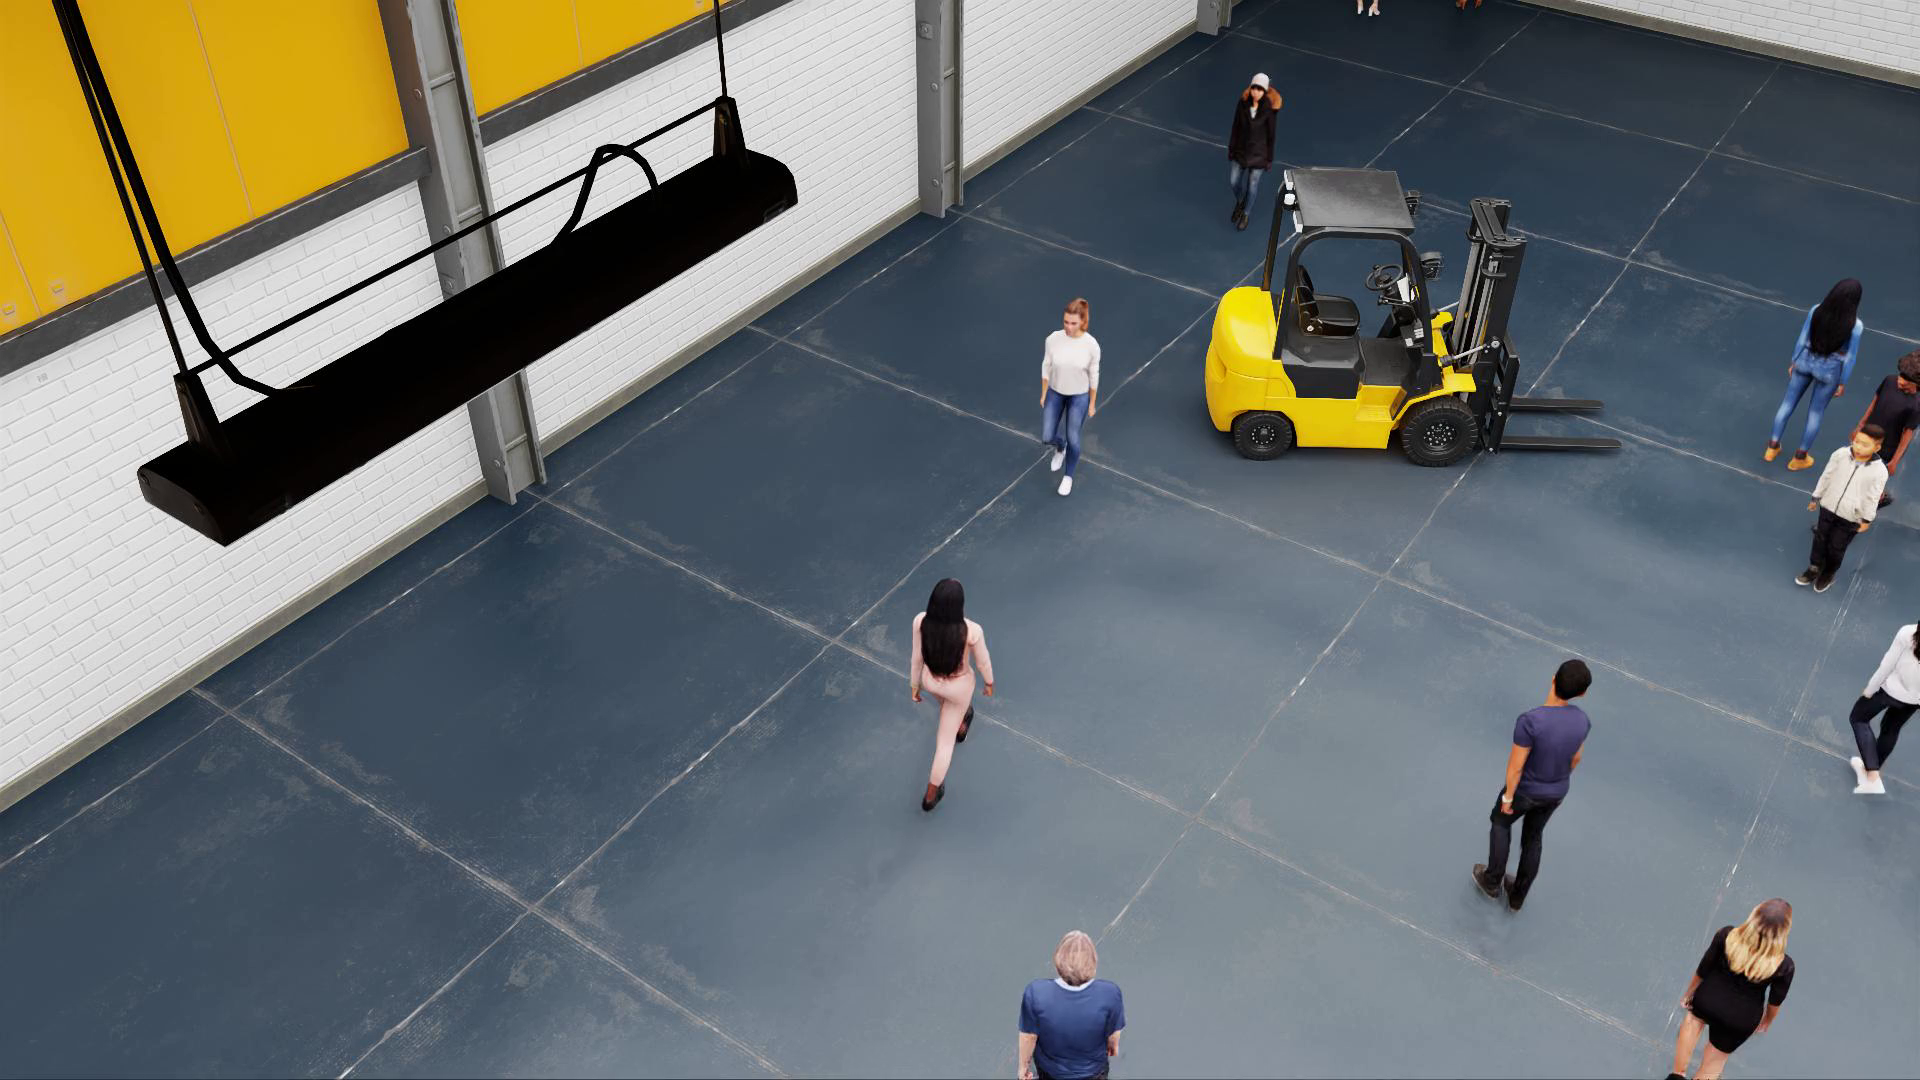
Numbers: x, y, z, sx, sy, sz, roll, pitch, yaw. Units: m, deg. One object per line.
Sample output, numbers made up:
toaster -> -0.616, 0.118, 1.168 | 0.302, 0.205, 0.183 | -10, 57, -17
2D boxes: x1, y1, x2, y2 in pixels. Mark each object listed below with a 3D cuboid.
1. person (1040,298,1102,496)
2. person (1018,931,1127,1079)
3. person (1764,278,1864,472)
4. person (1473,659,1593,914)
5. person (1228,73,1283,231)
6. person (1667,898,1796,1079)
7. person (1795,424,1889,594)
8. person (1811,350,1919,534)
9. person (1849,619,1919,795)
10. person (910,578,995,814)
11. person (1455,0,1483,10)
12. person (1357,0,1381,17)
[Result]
person -> 0.879, -1.176, 13.209 | 0.720, 1.715, 0.775 | 12, 40, 15
person -> 0.550, 2.686, 8.286 | 1.036, 1.824, 1.248 | 4, 39, 5
person -> 6.913, -1.344, 13.423 | 0.600, 1.712, 0.656 | -29, 47, -31
person -> 3.402, 1.523, 9.809 | 0.820, 1.741, 0.874 | -11, 40, -13
person -> 2.946, -3.934, 16.731 | 0.680, 1.630, 0.662 | 16, 41, 19
person -> 3.948, 2.497, 8.653 | 0.592, 1.661, 0.609 | 28, 46, 30
person -> 6.559, -0.254, 12.273 | 0.601, 1.444, 0.647 | -25, 45, -28
person -> 7.049, -0.722, 12.602 | 1.029, 1.764, 0.971 | -3, 39, -3
person -> 5.975, 1.008, 10.496 | 0.816, 1.688, 0.890 | 2, 39, 2
person -> -0.104, 1.006, 10.514 | 0.847, 1.669, 1.219 | 13, 41, 16
person -> 6.684, -7.655, 21.383 | 0.704, 1.639, 0.764 | -1, 39, -2
person -> 5.300, -7.578, 21.198 | 0.606, 1.750, 0.525 | 27, 46, 29
